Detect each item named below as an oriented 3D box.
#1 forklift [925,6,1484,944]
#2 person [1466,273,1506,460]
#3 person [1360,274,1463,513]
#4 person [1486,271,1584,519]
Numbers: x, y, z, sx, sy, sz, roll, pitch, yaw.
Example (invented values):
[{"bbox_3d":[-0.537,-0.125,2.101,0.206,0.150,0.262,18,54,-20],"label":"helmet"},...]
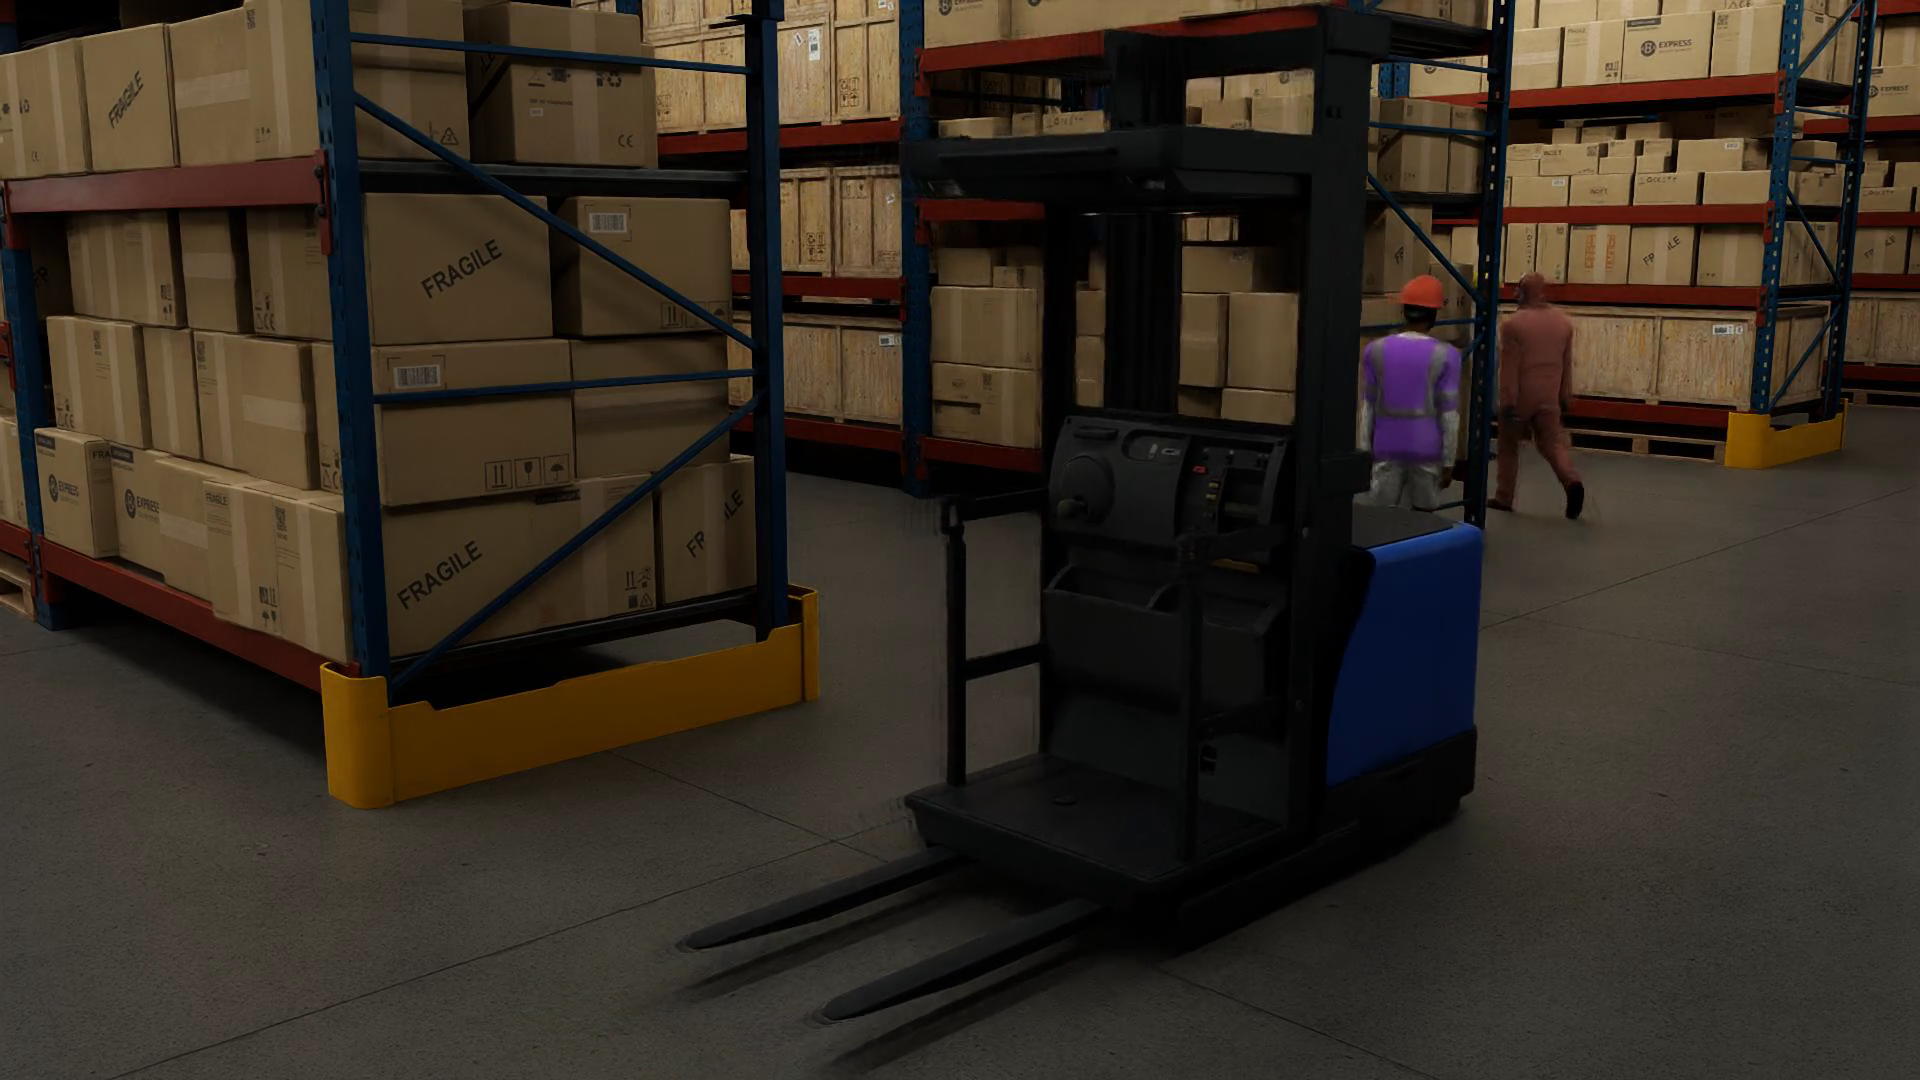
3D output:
[{"bbox_3d":[0.935,-0.343,5.723,1.873,2.768,1.129,-10,14,-44],"label":"forklift"},{"bbox_3d":[4.971,-1.668,15.843,0.443,1.815,0.615,9,14,41],"label":"person"},{"bbox_3d":[2.482,-0.507,9.243,0.556,1.917,0.601,6,12,30],"label":"person"},{"bbox_3d":[4.379,-1.093,12.592,0.662,1.873,0.879,-3,11,-16],"label":"person"}]
